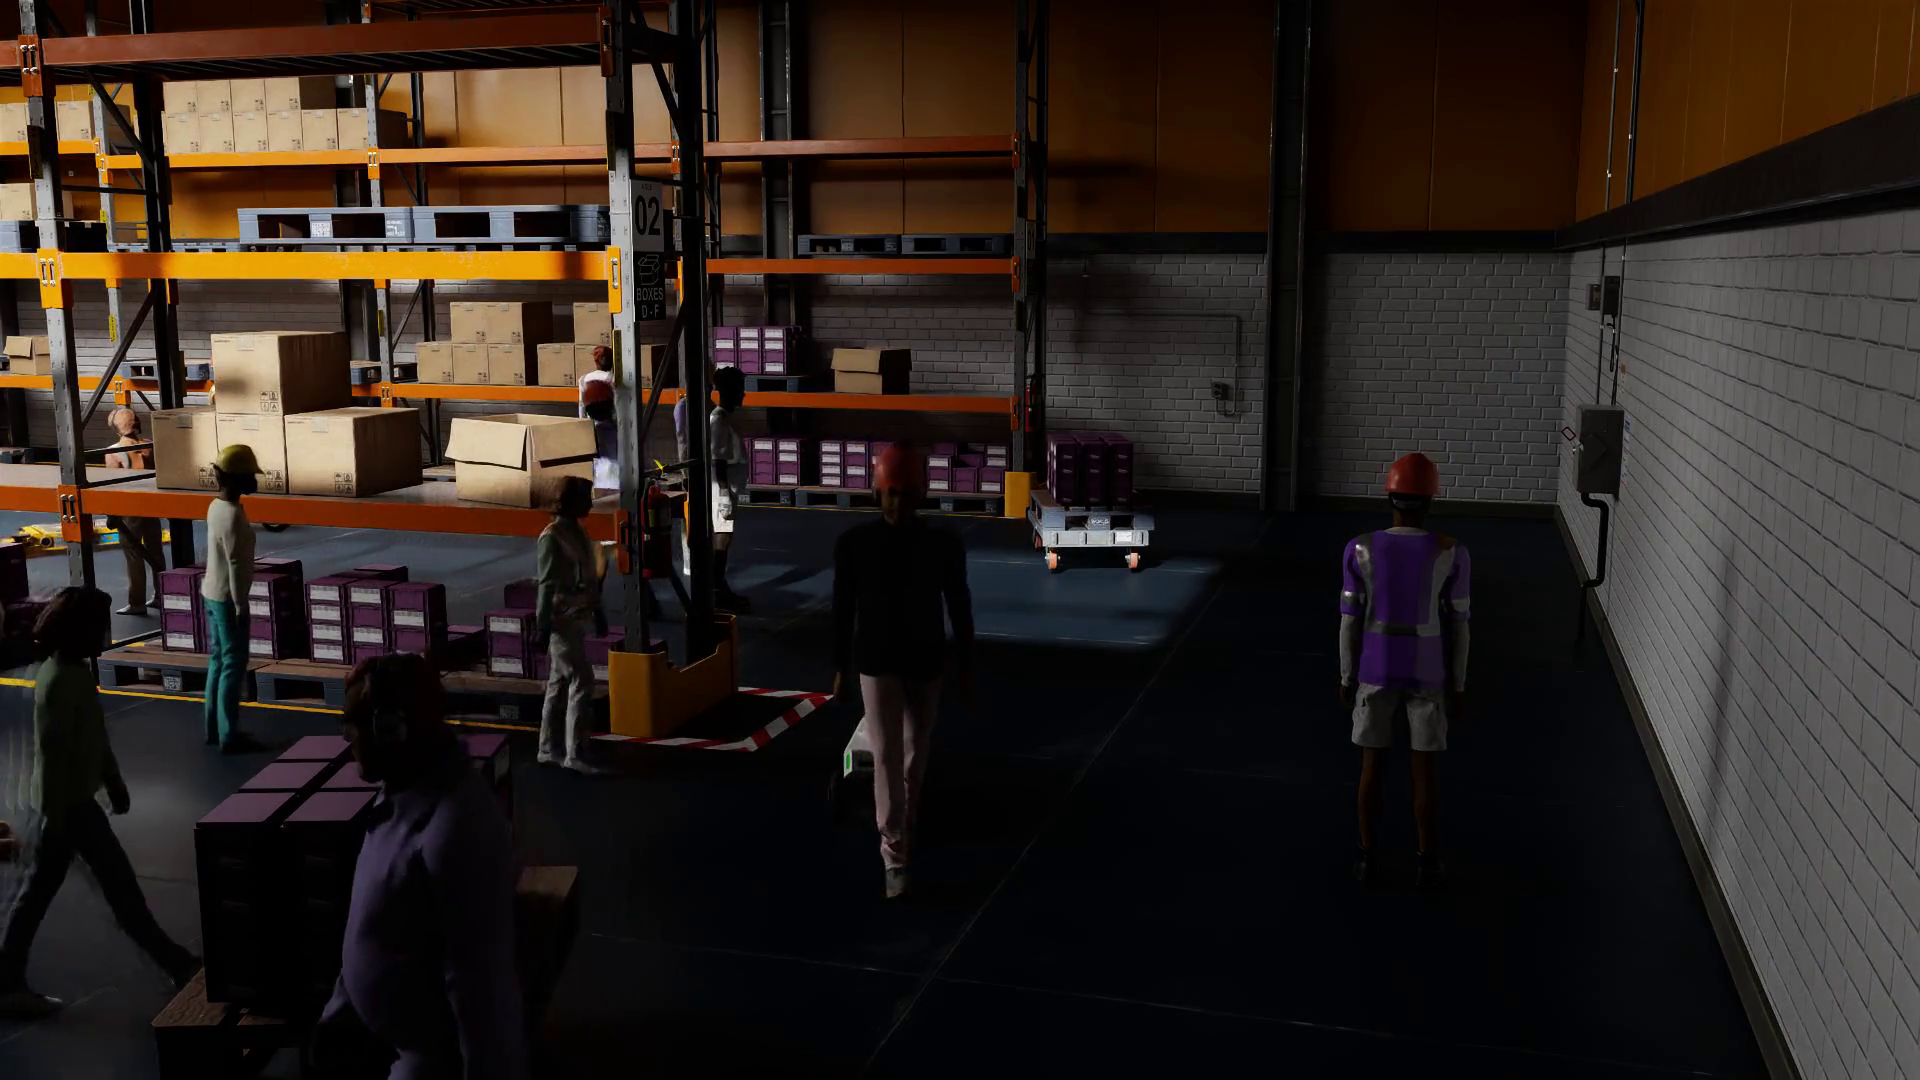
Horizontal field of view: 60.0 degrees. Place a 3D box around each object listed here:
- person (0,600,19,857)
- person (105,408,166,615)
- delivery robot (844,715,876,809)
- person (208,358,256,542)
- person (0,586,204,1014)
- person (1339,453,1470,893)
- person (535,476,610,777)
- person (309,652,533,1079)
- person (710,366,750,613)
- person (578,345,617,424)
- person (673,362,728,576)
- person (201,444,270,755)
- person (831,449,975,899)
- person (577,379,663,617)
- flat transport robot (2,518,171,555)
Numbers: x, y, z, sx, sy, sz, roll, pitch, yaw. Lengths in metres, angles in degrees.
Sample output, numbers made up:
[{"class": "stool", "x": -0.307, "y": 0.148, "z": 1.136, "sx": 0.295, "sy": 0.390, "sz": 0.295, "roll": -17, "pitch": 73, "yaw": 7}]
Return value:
[{"class": "person", "x": -4.683, "y": 0.564, "z": 7.753, "sx": 0.429, "sy": 1.838, "sz": 0.622, "roll": -6, "pitch": 11, "yaw": -33}, {"class": "person", "x": -6.528, "y": -0.226, "z": 13.165, "sx": 0.311, "sy": 1.639, "sz": 0.512, "roll": 3, "pitch": 10, "yaw": 17}, {"class": "delivery robot", "x": -0.373, "y": 1.054, "z": 8.369, "sx": 0.477, "sy": 0.478, "sz": 0.707, "roll": 1, "pitch": 9, "yaw": 5}, {"class": "person", "x": -7.216, "y": -0.915, "z": 16.455, "sx": 0.356, "sy": 1.937, "sz": 0.551, "roll": -4, "pitch": 10, "yaw": -24}, {"class": "person", "x": -3.190, "y": 0.952, "z": 6.123, "sx": 0.882, "sy": 1.576, "sz": 0.514, "roll": -4, "pitch": 10, "yaw": -22}, {"class": "person", "x": 1.950, "y": 0.581, "z": 7.335, "sx": 0.551, "sy": 1.935, "sz": 0.375, "roll": 3, "pitch": 10, "yaw": 18}, {"class": "person", "x": -2.086, "y": 0.460, "z": 9.016, "sx": 0.534, "sy": 1.614, "sz": 0.538, "roll": 1, "pitch": 9, "yaw": 7}, {"class": "person", "x": -1.306, "y": 1.185, "z": 3.933, "sx": 1.039, "sy": 1.841, "sz": 0.655, "roll": -4, "pitch": 10, "yaw": -23}, {"class": "person", "x": -1.860, "y": -0.409, "z": 13.279, "sx": 0.366, "sy": 1.964, "sz": 0.610, "roll": 0, "pitch": 9, "yaw": -3}, {"class": "person", "x": -3.920, "y": -1.198, "z": 18.342, "sx": 0.573, "sy": 1.885, "sz": 0.357, "roll": 4, "pitch": 10, "yaw": 24}, {"class": "person", "x": -2.300, "y": -0.637, "z": 14.795, "sx": 0.365, "sy": 1.927, "sz": 0.587, "roll": 4, "pitch": 10, "yaw": 20}, {"class": "person", "x": -4.106, "y": 0.332, "z": 9.435, "sx": 0.386, "sy": 1.753, "sz": 0.539, "roll": -6, "pitch": 11, "yaw": -33}, {"class": "person", "x": -0.250, "y": 0.558, "z": 7.478, "sx": 0.637, "sy": 1.940, "sz": 1.014, "roll": -1, "pitch": 9, "yaw": -8}, {"class": "person", "x": -2.705, "y": -0.317, "z": 13.005, "sx": 0.975, "sy": 1.888, "sz": 0.541, "roll": 4, "pitch": 10, "yaw": 21}, {"class": "flat transport robot", "x": -8.522, "y": -0.057, "z": 16.292, "sx": 1.431, "sy": 0.197, "sz": 0.652, "roll": -7, "pitch": 12, "yaw": -38}]
